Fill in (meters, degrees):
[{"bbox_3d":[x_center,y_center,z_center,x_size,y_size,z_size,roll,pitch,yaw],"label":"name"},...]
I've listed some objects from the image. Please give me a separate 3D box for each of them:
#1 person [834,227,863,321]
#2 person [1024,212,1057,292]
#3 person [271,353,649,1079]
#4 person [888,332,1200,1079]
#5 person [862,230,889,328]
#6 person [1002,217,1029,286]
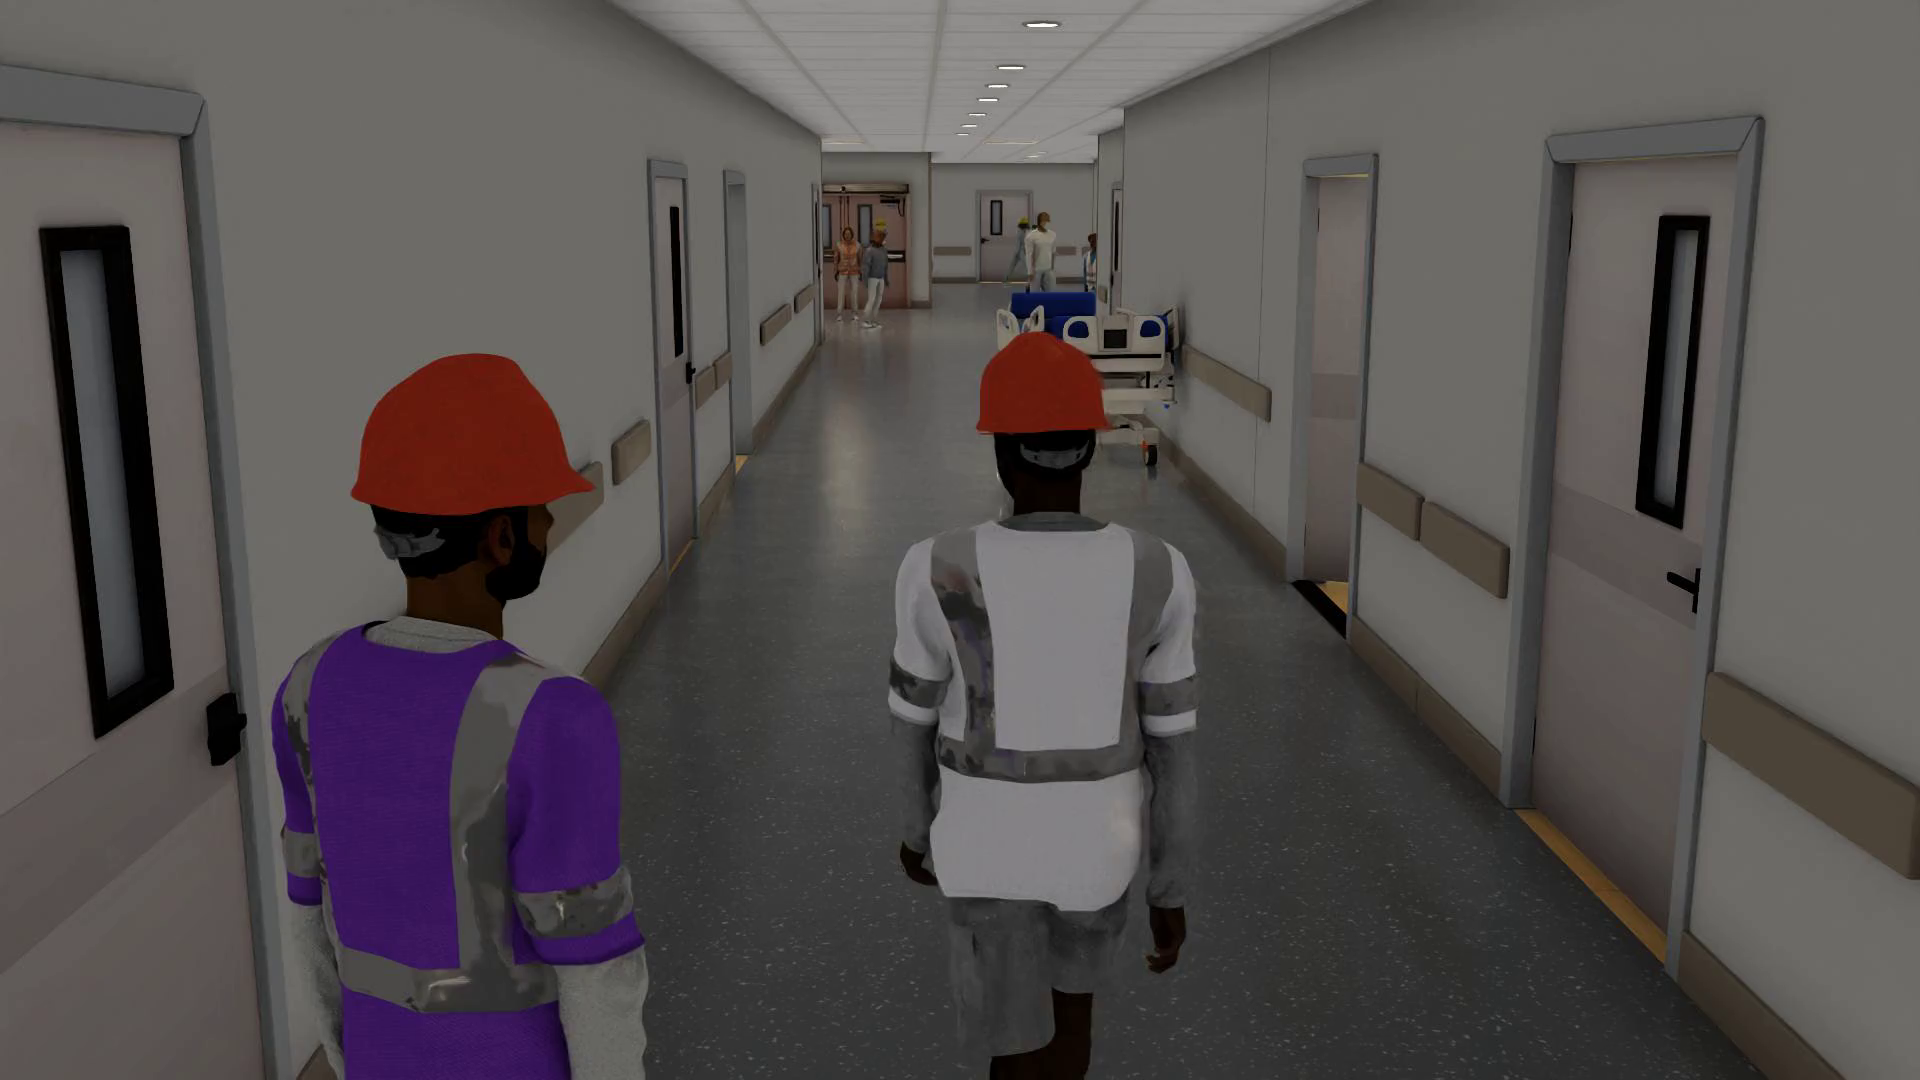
[{"bbox_3d":[-1.966,-4.685,29.305,0.521,1.639,0.311,-2,12,-12],"label":"person"},{"bbox_3d":[1.399,-4.358,27.062,0.655,1.901,0.933,-7,14,-31],"label":"person"},{"bbox_3d":[-0.617,0.727,2.204,0.546,1.939,0.375,7,13,30],"label":"person"},{"bbox_3d":[0.130,0.552,3.178,0.546,1.880,1.014,-2,12,-11],"label":"person"},{"bbox_3d":[-1.399,-4.315,27.577,0.325,1.612,0.542,9,14,36],"label":"person"},{"bbox_3d":[1.464,-7.042,40.668,0.926,1.689,0.479,0,12,2],"label":"person"}]
